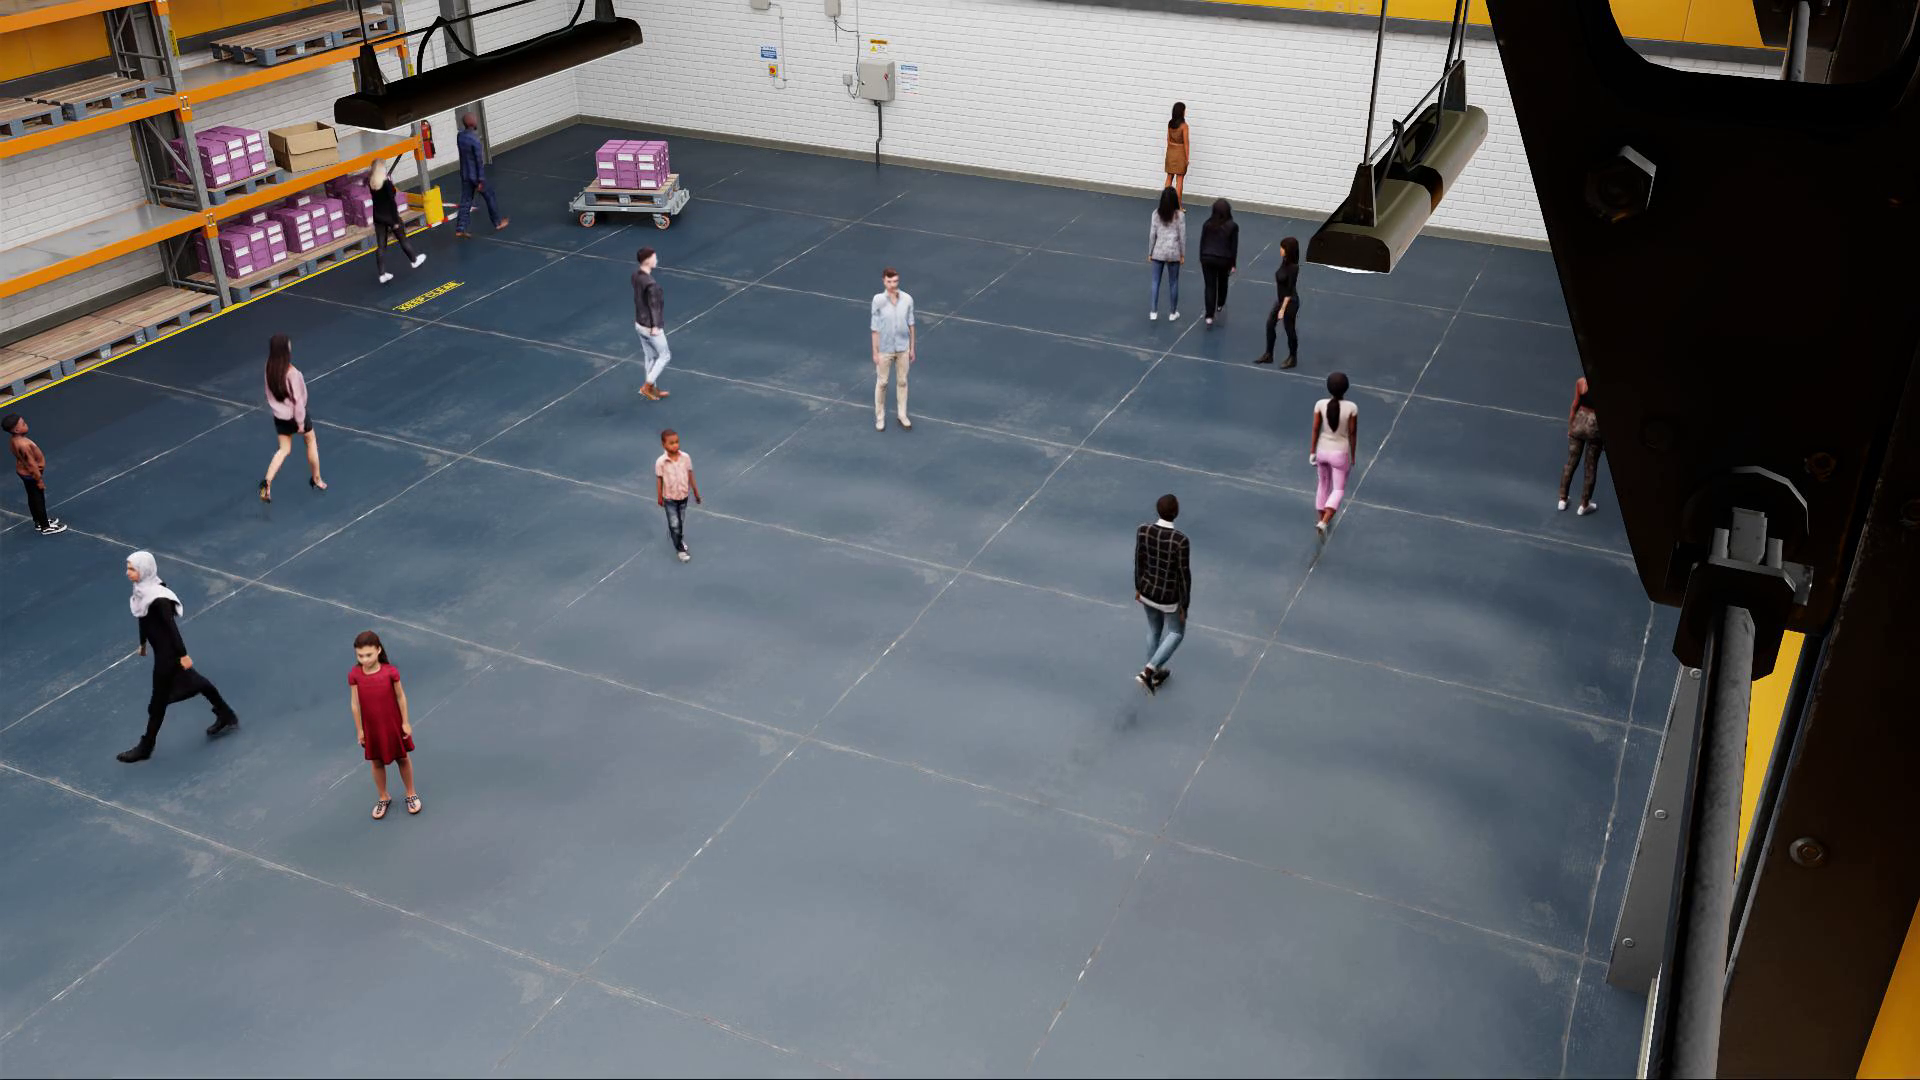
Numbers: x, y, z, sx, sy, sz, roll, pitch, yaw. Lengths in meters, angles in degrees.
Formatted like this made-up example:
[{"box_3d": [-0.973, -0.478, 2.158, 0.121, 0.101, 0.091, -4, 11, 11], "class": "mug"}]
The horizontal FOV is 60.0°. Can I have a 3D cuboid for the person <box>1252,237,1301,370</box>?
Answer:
[{"box_3d": [3.967, -2.818, 19.790, 0.859, 1.631, 0.823, -6, 29, -10], "class": "person"}]

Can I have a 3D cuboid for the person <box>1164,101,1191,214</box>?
[{"box_3d": [3.283, -5.794, 25.185, 0.628, 1.690, 0.630, -23, 36, -36], "class": "person"}]

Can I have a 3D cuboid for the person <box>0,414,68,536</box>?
[{"box_3d": [-9.068, -0.650, 16.208, 0.583, 1.255, 0.581, 25, 38, 38], "class": "person"}]

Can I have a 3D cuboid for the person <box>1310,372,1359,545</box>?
[{"box_3d": [3.558, -0.762, 15.923, 0.589, 1.725, 0.943, 13, 31, 23], "class": "person"}]

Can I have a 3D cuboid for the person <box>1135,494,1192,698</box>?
[{"box_3d": [1.600, 0.489, 13.542, 0.774, 1.810, 0.916, 19, 34, 31], "class": "person"}]

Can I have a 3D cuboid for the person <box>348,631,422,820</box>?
[{"box_3d": [-4.250, 1.336, 12.257, 0.677, 1.552, 0.737, -6, 29, -12], "class": "person"}]

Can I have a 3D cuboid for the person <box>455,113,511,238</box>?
[{"box_3d": [-7.107, -5.230, 24.064, 0.688, 1.772, 1.208, 15, 32, 25], "class": "person"}]

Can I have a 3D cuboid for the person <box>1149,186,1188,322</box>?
[{"box_3d": [2.631, -3.659, 21.227, 0.660, 1.732, 0.588, 7, 29, 12], "class": "person"}]

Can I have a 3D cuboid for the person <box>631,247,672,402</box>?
[{"box_3d": [-3.590, -2.412, 18.847, 0.822, 1.822, 0.783, -21, 35, -33], "class": "person"}]

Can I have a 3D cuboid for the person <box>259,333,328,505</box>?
[{"box_3d": [-6.755, -1.163, 16.602, 0.622, 1.780, 1.055, 12, 31, 20], "class": "person"}]

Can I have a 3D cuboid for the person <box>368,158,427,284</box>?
[{"box_3d": [-7.809, -4.282, 22.459, 0.653, 1.645, 1.100, 11, 30, 19], "class": "person"}]

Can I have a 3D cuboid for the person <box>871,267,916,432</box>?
[{"box_3d": [-0.733, -2.121, 18.288, 0.721, 1.846, 0.759, -8, 30, -13], "class": "person"}]

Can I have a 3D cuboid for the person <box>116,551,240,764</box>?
[{"box_3d": [-6.076, 0.860, 12.947, 1.248, 1.727, 0.915, -25, 37, -37], "class": "person"}]

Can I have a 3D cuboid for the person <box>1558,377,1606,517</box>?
[{"box_3d": [6.236, -1.073, 16.520, 0.629, 1.699, 0.607, 22, 36, 35], "class": "person"}]

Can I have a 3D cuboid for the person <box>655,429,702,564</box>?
[{"box_3d": [-2.730, -0.466, 15.842, 0.829, 1.282, 0.813, -17, 33, -28], "class": "person"}]

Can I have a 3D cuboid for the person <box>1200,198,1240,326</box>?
[{"box_3d": [3.247, -3.490, 21.079, 0.856, 1.577, 1.175, 4, 29, 7], "class": "person"}]
